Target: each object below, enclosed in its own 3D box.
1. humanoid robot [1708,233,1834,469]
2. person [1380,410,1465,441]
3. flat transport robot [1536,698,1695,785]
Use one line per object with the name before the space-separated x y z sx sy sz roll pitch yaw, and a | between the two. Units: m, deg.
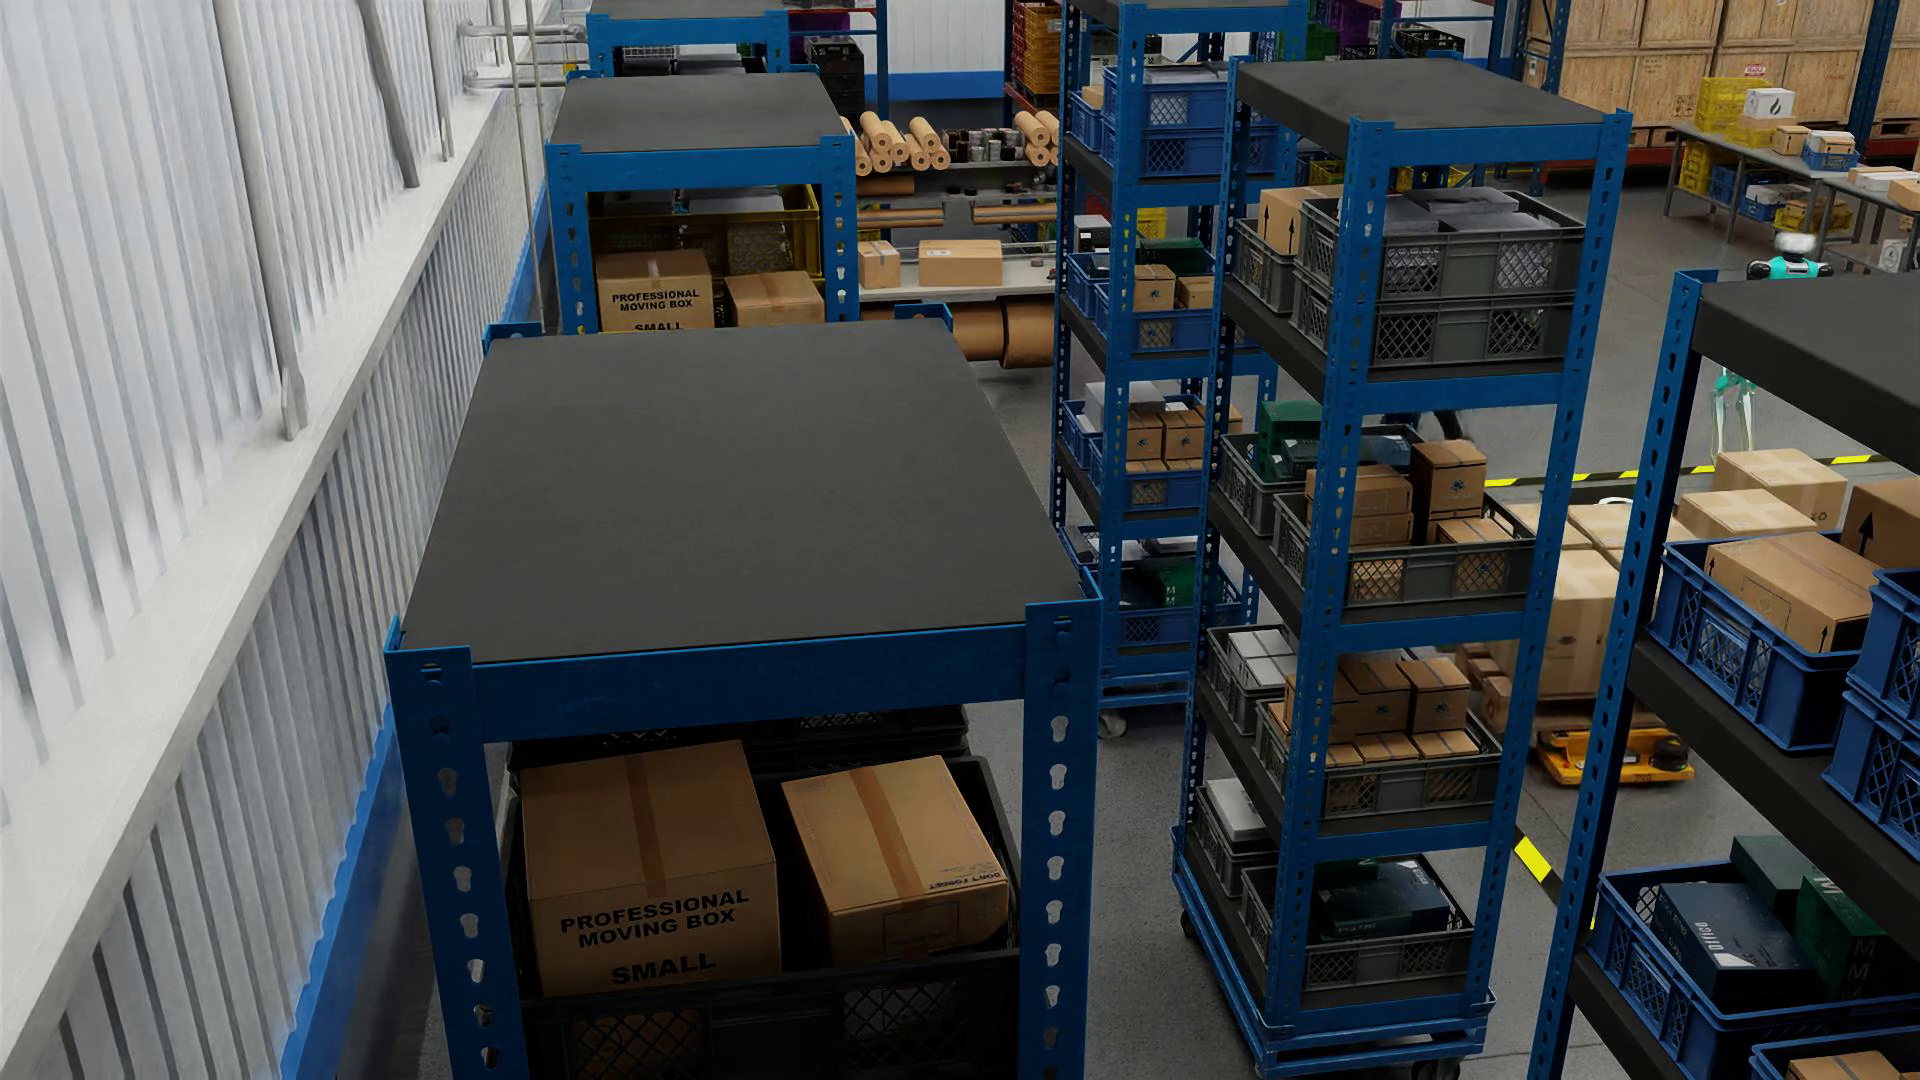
humanoid robot | 5.371 -1.304 11.216 0.533 1.677 0.735 1 25 2
person | 3.149 -1.343 11.393 1.003 1.799 0.600 -4 25 -8
flat transport robot | 3.130 0.787 8.555 0.652 0.197 1.431 -2 25 -4
